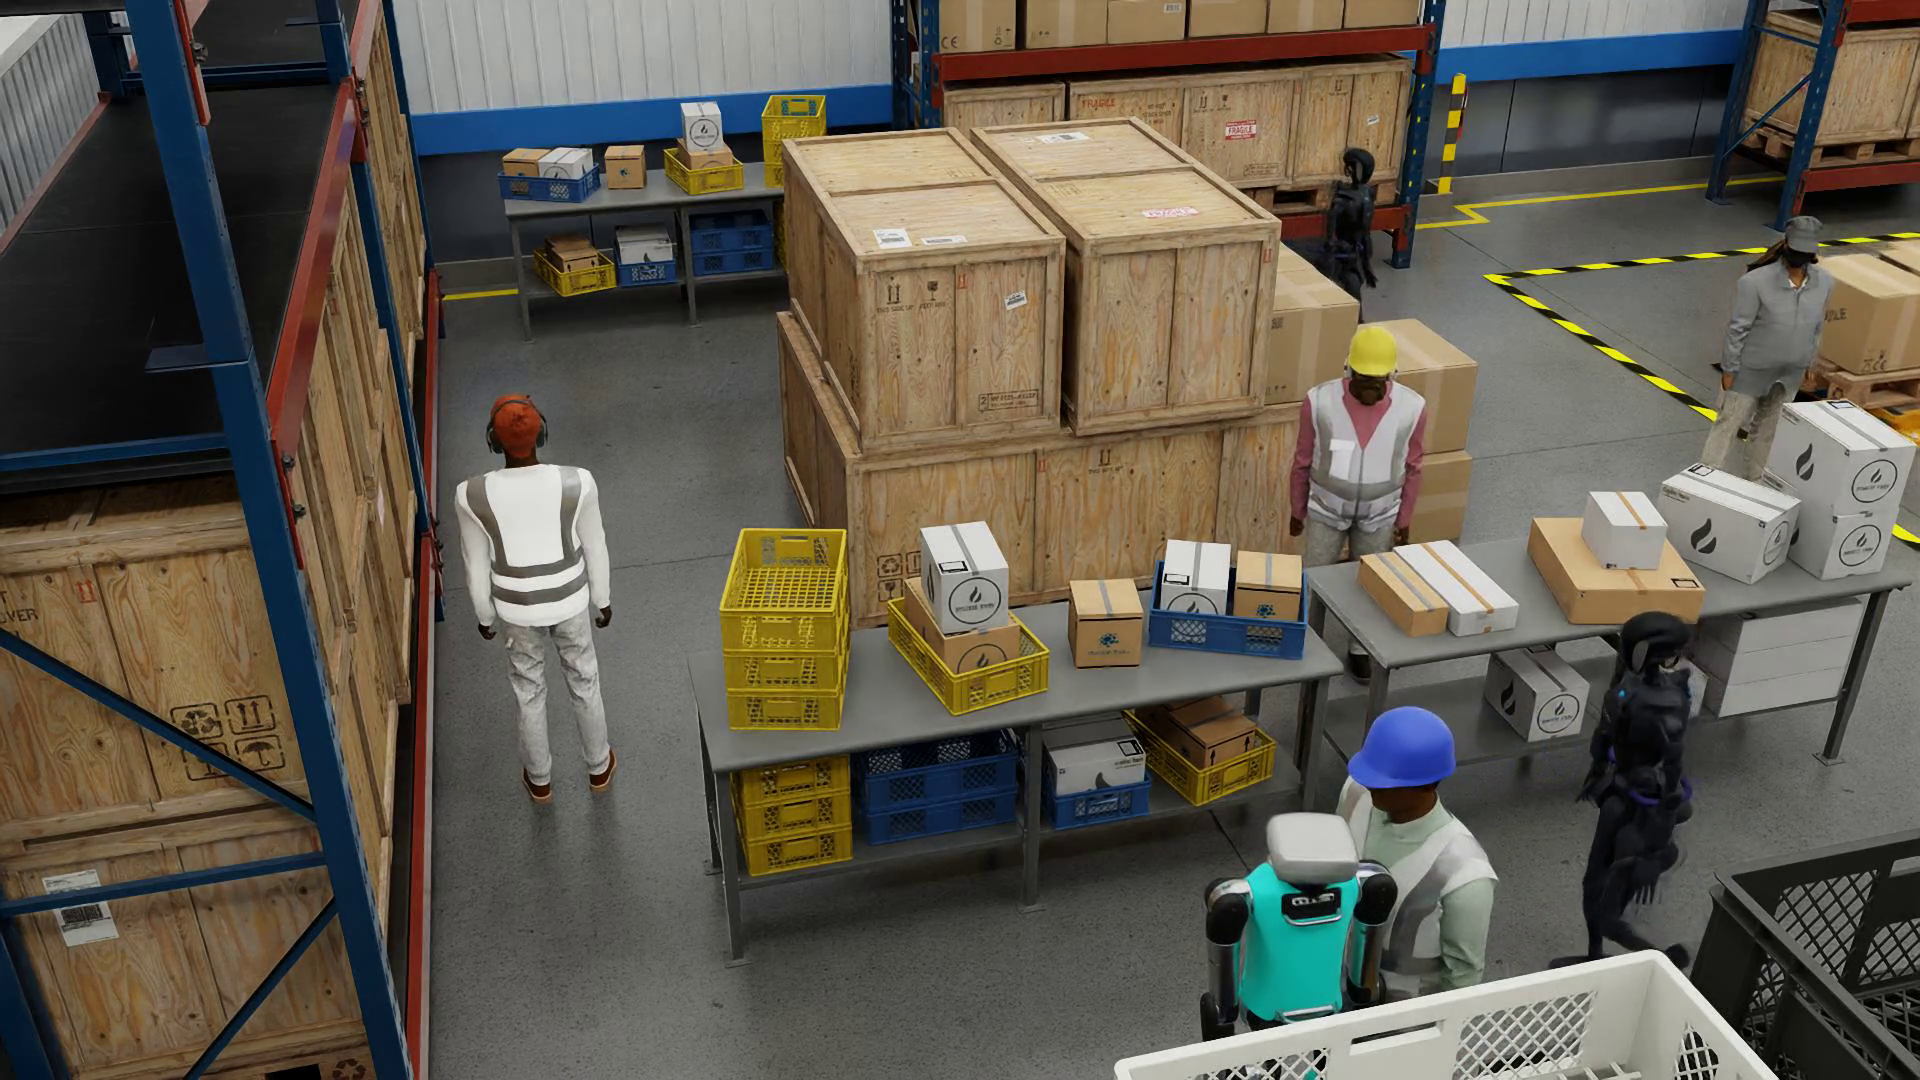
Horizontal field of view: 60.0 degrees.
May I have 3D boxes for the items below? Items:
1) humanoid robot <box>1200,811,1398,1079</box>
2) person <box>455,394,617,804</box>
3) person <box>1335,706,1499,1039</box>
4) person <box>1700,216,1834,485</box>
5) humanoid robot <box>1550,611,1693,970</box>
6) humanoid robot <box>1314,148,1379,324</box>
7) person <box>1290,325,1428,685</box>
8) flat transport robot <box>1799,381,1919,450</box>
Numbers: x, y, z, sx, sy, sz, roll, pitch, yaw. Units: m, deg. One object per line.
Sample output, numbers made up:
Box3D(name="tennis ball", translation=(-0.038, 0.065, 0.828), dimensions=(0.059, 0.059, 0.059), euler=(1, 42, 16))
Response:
Box3D(name="humanoid robot", translation=(0.969, 1.603, 4.582), dimensions=(0.530, 1.692, 0.734), euler=(-5, 29, -9))
Box3D(name="person", translation=(-1.743, 0.266, 6.960), dimensions=(0.577, 1.884, 0.354), euler=(-8, 30, -14))
Box3D(name="person", translation=(1.263, 1.315, 4.990), dimensions=(0.403, 1.945, 0.614), euler=(-14, 32, -24))
Box3D(name="person", translation=(4.514, -0.969, 9.321), dimensions=(0.573, 1.766, 0.396), euler=(-4, 29, -8))
Box3D(name="humanoid robot", translation=(2.460, 0.945, 5.947), dimensions=(0.489, 1.628, 0.609), euler=(-2, 29, -3))
Box3D(name="humanoid robot", translation=(2.467, -1.791, 10.944), dimensions=(0.725, 1.631, 0.609), euler=(23, 36, 36))
Box3D(name="person", translation=(1.834, -0.150, 7.768), dimensions=(0.590, 1.832, 0.404), euler=(4, 29, 7))
Box3D(name="flat transport robot", translation=(5.947, -0.988, 10.881), dimensions=(0.652, 0.197, 1.431), euler=(-7, 30, -13))
